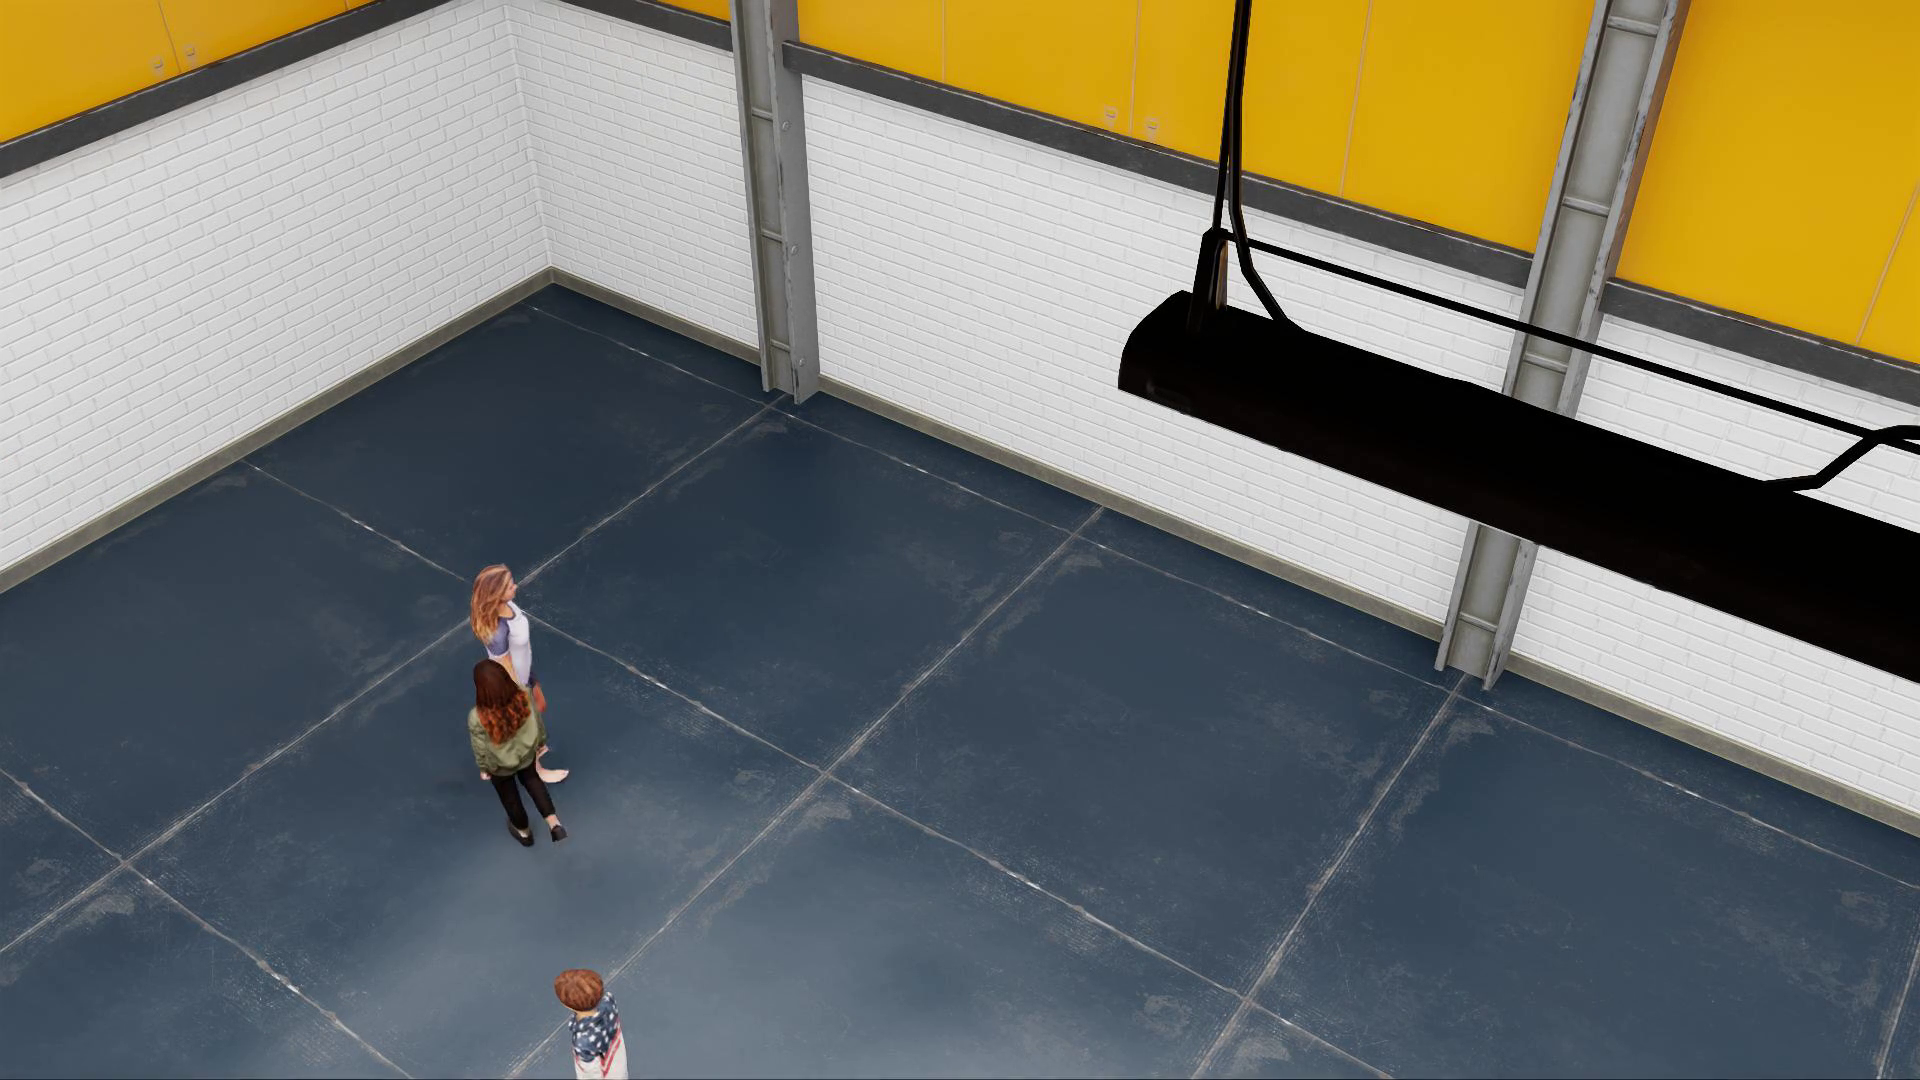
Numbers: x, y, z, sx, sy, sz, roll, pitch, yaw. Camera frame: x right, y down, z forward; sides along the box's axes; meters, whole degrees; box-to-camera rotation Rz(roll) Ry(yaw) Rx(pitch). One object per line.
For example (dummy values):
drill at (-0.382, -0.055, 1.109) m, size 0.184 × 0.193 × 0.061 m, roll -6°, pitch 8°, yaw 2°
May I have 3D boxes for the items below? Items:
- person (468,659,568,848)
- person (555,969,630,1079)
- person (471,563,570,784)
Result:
person at (-2.574, 1.294, 9.677) m, size 0.666 × 1.469 × 0.772 m, roll -31°, pitch 48°, yaw -33°
person at (-1.740, 2.567, 8.106) m, size 0.589 × 1.439 × 0.585 m, roll 6°, pitch 39°, yaw 7°
person at (-2.775, 0.852, 10.033) m, size 0.918 × 1.715 × 0.854 m, roll -5°, pitch 39°, yaw -6°
